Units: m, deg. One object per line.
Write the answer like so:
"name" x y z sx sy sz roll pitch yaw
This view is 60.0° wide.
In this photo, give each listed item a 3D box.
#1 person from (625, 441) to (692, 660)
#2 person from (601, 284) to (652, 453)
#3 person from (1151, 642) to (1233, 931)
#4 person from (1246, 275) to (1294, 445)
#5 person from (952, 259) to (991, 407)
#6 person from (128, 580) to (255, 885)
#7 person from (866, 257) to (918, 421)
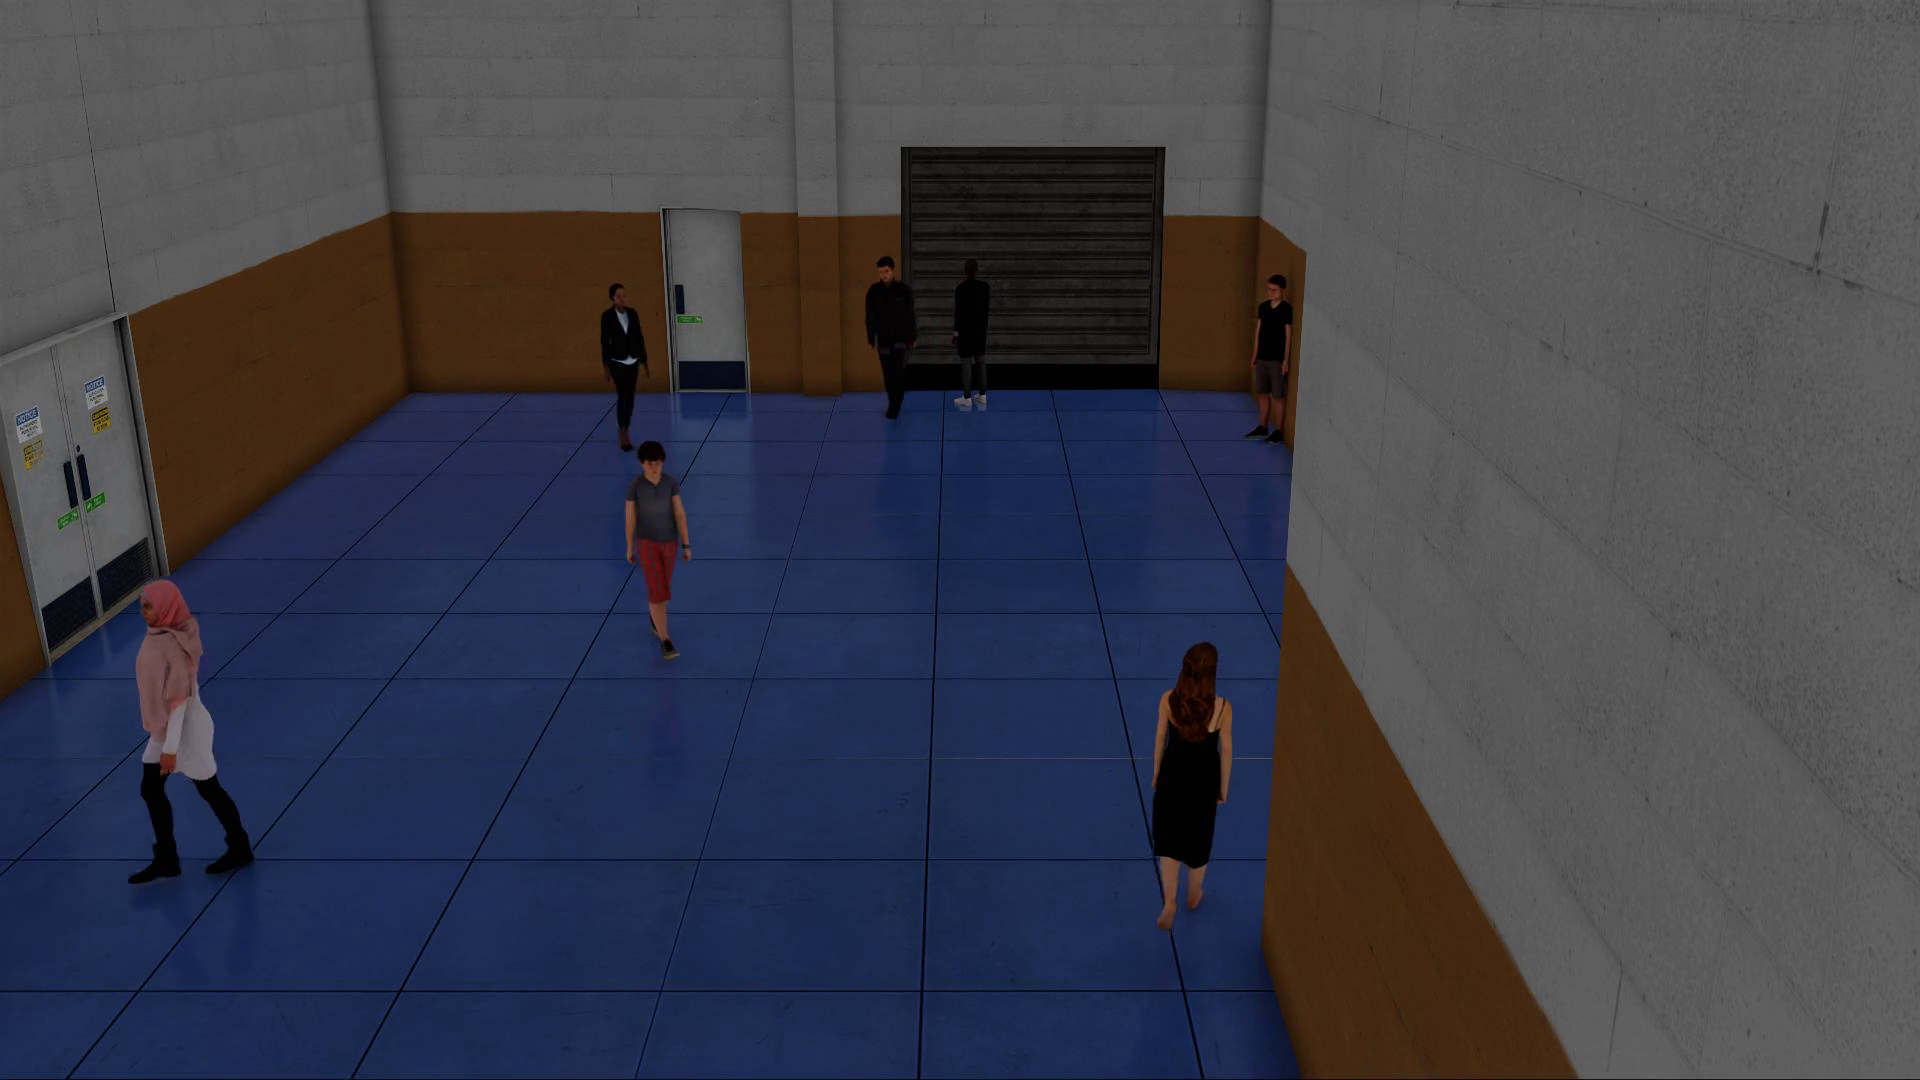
"person" -2.314 0.038 12.642 1.139 1.604 0.974 -8 20 -22
"person" -3.670 -1.866 17.966 0.757 1.825 0.821 -16 24 -38
"person" 1.206 1.331 8.830 0.877 1.603 0.731 3 19 10
"person" 3.472 -2.009 18.337 0.790 1.858 0.762 -14 23 -35
"person" 0.144 -2.491 19.917 0.689 1.761 0.791 -12 22 -32
"person" -4.250 1.067 9.335 1.007 1.780 0.939 -18 25 -42
"person" -0.756 -2.353 19.327 1.173 1.876 0.900 2 19 6
